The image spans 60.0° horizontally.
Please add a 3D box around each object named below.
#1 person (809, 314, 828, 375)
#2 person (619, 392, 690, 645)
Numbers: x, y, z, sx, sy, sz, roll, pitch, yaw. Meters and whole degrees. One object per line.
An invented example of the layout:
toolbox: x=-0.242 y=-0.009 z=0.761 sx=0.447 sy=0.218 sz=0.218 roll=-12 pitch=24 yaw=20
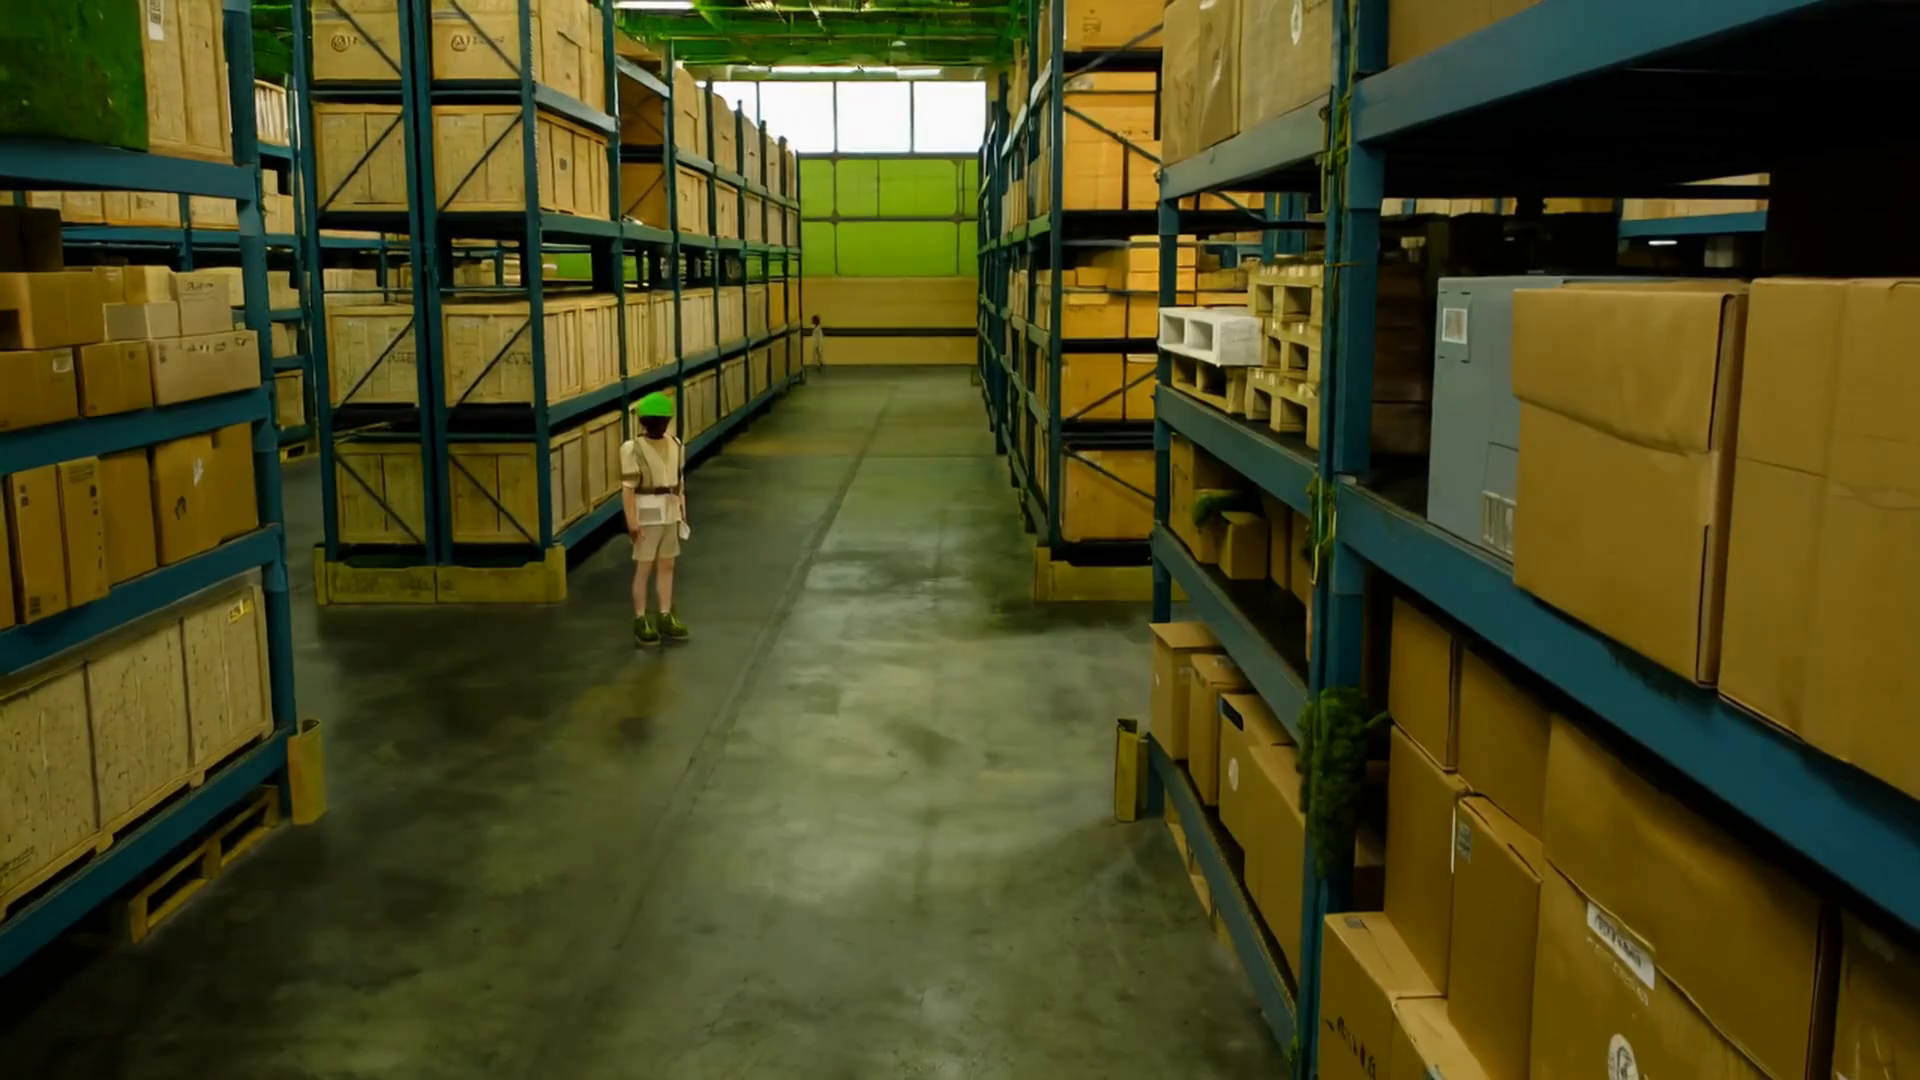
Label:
person: x=-4.054 y=-5.548 z=47.338 sx=0.462 sy=1.740 sz=0.580 roll=0 pitch=9 yaw=-1
person: x=-2.453 y=-0.179 z=13.514 sx=0.376 sy=2.043 sz=0.609 roll=8 pitch=12 yaw=42
